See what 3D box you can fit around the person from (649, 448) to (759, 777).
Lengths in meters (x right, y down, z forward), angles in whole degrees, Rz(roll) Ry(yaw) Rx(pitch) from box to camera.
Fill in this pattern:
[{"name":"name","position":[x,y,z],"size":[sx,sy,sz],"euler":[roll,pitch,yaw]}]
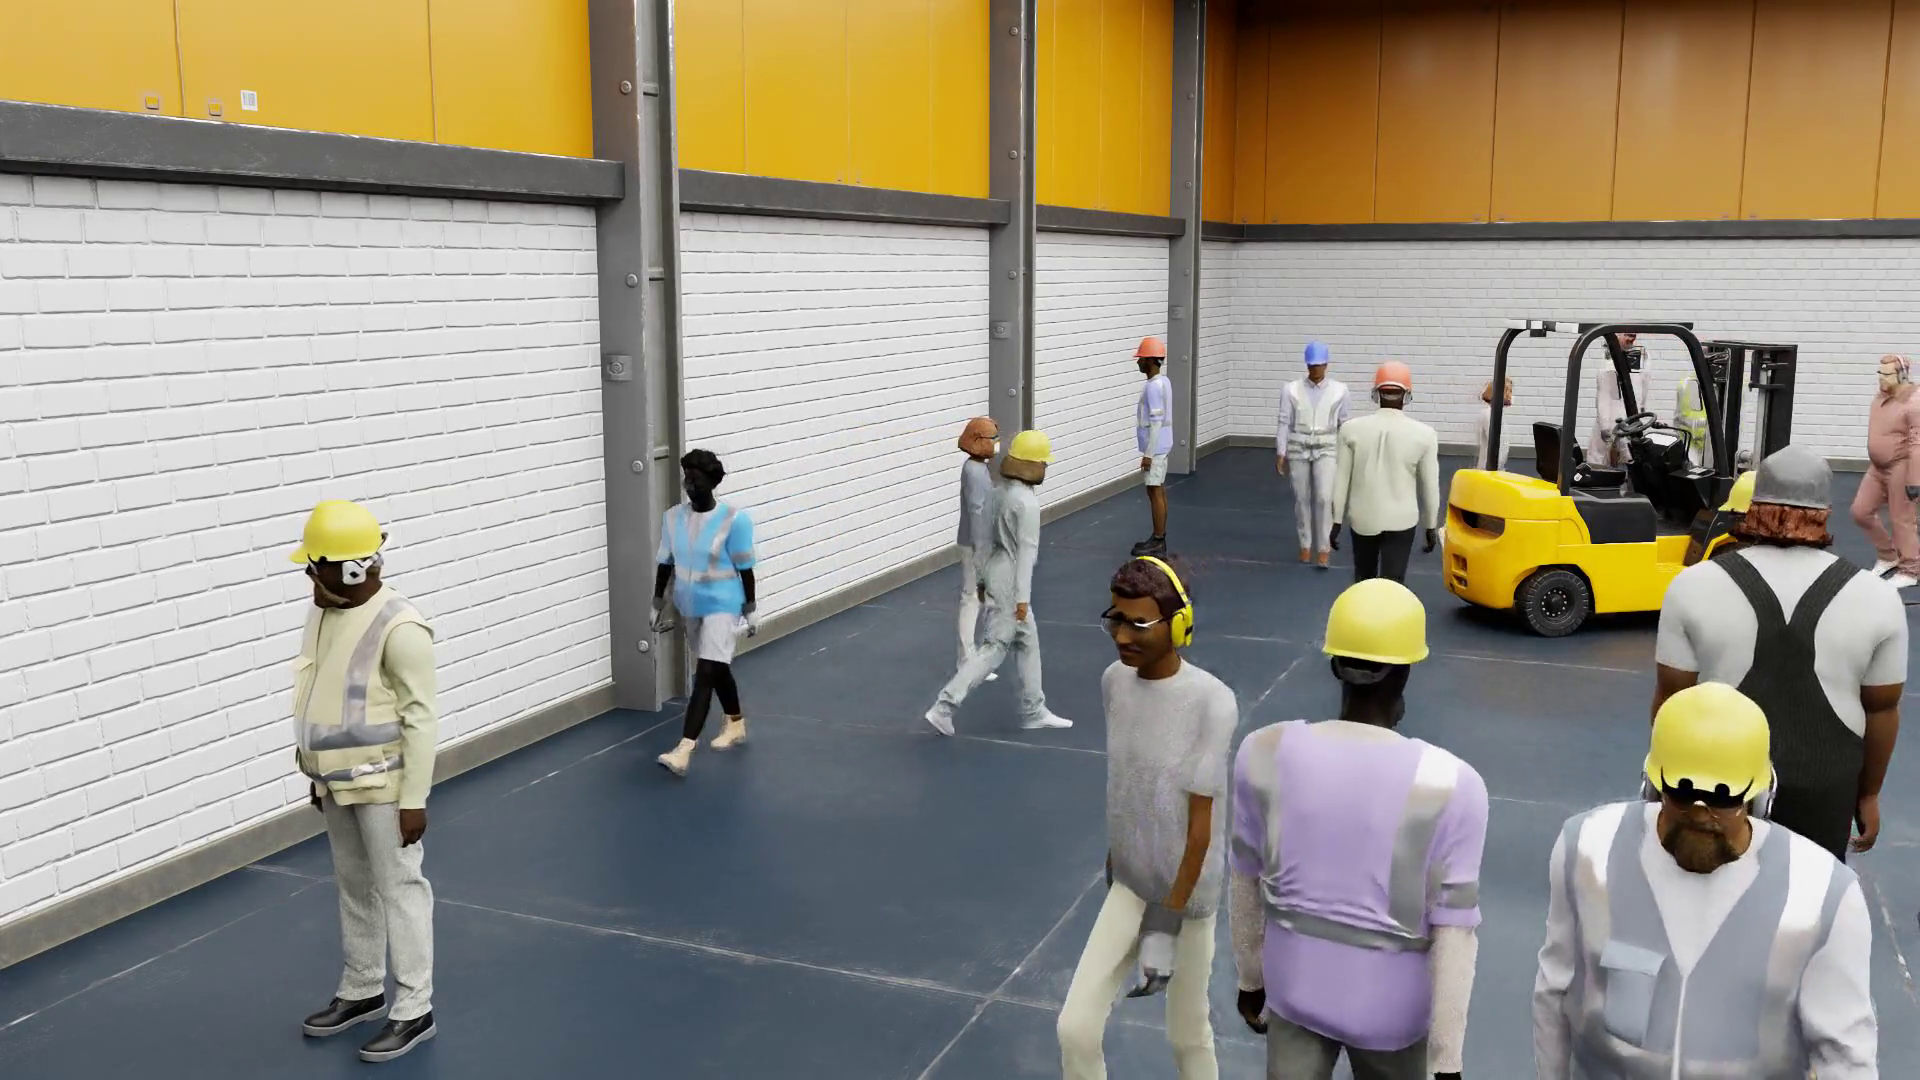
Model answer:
[{"name":"person","position":[-1.335,0.352,8.486],"size":[0.553,1.636,0.908],"euler":[5,11,28]}]

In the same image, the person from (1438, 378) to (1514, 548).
[{"name":"person","position":[4.532,-0.602,14.361],"size":[0.628,1.615,0.497],"euler":[5,10,26]}]

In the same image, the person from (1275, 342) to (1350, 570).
[{"name":"person","position":[2.986,-0.710,14.109],"size":[0.612,1.911,0.846],"euler":[2,10,12]}]

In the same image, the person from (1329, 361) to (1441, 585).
[{"name":"person","position":[2.678,-0.130,10.417],"size":[0.659,1.972,0.706],"euler":[4,10,23]}]

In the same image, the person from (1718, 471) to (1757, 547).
[{"name":"person","position":[3.216,0.597,6.667],"size":[0.436,1.752,0.547],"euler":[9,13,42]}]

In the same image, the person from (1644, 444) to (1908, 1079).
[{"name":"person","position":[2.522,0.698,5.212],"size":[0.691,2.000,0.536],"euler":[3,10,20]}]

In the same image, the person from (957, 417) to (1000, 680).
[{"name":"person","position":[0.112,0.046,10.391],"size":[0.266,1.631,0.507],"euler":[0,9,1]}]

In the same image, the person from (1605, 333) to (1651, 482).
[{"name":"person","position":[7.802,-1.618,19.557],"size":[0.543,1.939,0.359],"euler":[-1,9,-5]}]

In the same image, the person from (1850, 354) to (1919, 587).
[{"name":"person","position":[7.460,-0.543,13.251],"size":[0.514,1.871,0.657],"euler":[-1,9,-4]}]

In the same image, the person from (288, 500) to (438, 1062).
[{"name":"person","position":[-1.940,0.772,5.412],"size":[0.590,1.827,0.404],"euler":[8,12,39]}]

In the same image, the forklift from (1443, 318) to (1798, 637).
[{"name":"forklift","position":[4.706,-0.497,11.990],"size":[2.313,2.155,1.214],"euler":[-2,10,-10]}]

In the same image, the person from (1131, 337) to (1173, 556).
[{"name":"person","position":[1.693,-0.819,14.715],"size":[0.365,1.939,0.542],"euler":[2,10,15]}]

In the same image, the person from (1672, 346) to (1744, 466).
[{"name":"person","position":[7.079,-0.928,15.751],"size":[0.740,1.819,0.633],"euler":[-8,12,-41]}]

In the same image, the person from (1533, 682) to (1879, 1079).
[{"name":"person","position":[1.403,1.150,3.211],"size":[0.628,1.783,0.855],"euler":[5,11,28]}]

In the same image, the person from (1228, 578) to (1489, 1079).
[{"name":"person","position":[0.857,1.022,3.757],"size":[0.598,1.882,1.005],"euler":[6,11,31]}]

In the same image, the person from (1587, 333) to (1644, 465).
[{"name":"person","position":[6.993,-1.260,17.621],"size":[0.643,1.868,0.950],"euler":[-4,10,-25]}]

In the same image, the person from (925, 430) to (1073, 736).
[{"name":"person","position":[0.197,0.242,9.022],"size":[0.826,1.697,0.530],"euler":[-2,10,-14]}]

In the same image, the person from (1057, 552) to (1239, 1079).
[{"name":"person","position":[0.436,0.949,4.291],"size":[0.713,1.837,0.499],"euler":[-8,12,-40]}]
